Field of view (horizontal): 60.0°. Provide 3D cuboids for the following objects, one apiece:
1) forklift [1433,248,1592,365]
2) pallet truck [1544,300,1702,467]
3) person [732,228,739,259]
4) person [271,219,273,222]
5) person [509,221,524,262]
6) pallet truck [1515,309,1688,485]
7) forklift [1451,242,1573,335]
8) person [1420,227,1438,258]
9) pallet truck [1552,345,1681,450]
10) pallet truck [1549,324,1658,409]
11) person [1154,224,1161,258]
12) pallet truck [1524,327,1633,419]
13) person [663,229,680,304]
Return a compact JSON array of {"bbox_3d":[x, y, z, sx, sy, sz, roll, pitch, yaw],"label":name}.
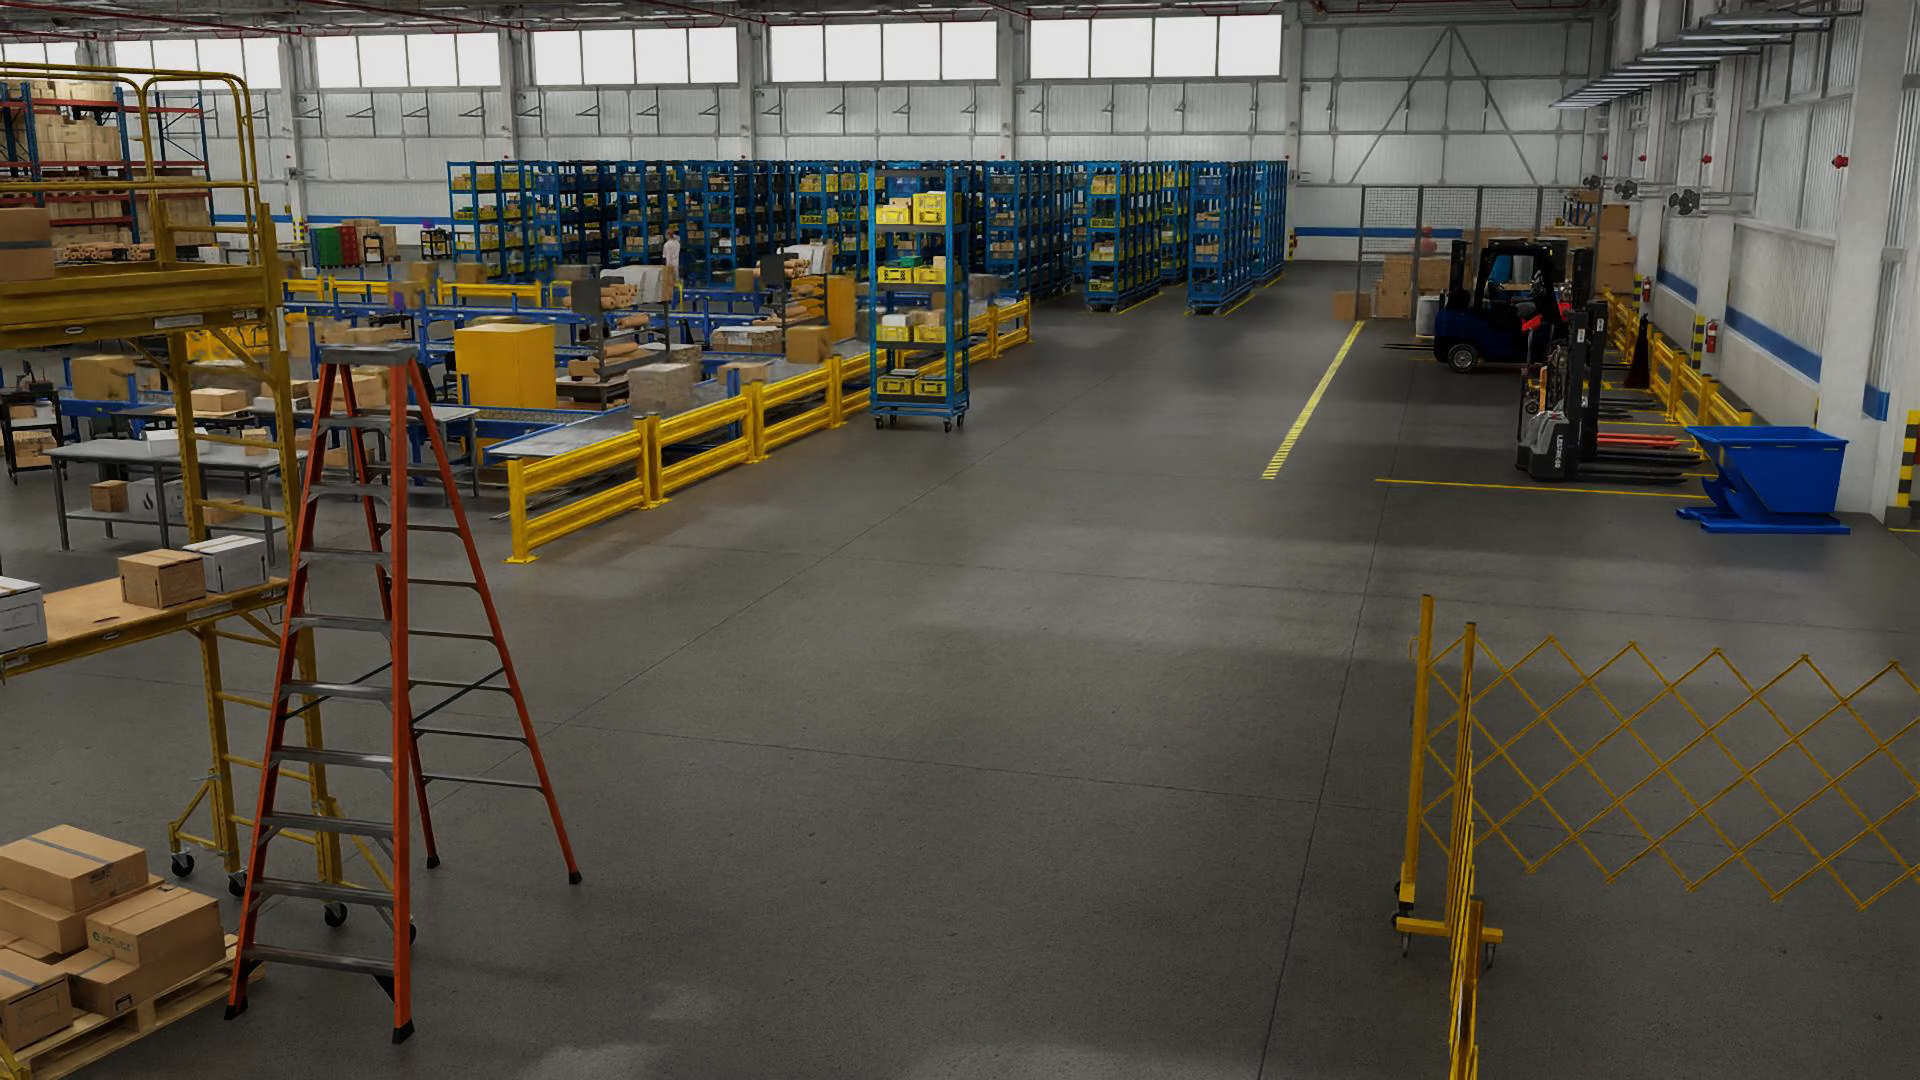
[{"bbox_3d":[9.780,-4.111,29.280,2.680,1.987,1.157,3,13,14],"label":"forklift"},{"bbox_3d":[8.263,-1.952,20.631,1.885,1.965,0.823,5,14,20],"label":"pallet truck"},{"bbox_3d":[-6.890,-8.887,50.909,0.389,1.850,0.566,4,14,16],"label":"person"},{"bbox_3d":[-24.275,-10.588,58.123,0.409,1.913,0.642,4,14,16],"label":"person"},{"bbox_3d":[-14.687,-9.732,54.886,0.912,1.700,0.579,-4,14,-18],"label":"person"},{"bbox_3d":[7.554,-1.677,19.446,1.885,1.965,0.823,3,13,14],"label":"pallet truck"},{"bbox_3d":[10.464,-4.597,31.405,2.680,1.987,1.157,4,14,16],"label":"forklift"},{"bbox_3d":[12.110,-7.173,43.309,0.633,1.947,1.016,10,16,36],"label":"person"},{"bbox_3d":[8.641,-1.896,21.908,1.630,1.274,0.653,4,14,16],"label":"pallet truck"},{"bbox_3d":[9.824,-2.669,25.407,1.601,1.201,0.680,4,14,16],"label":"pallet truck"},{"bbox_3d":[6.755,-10.412,57.566,0.431,1.813,0.614,1,13,3],"label":"person"},{"bbox_3d":[9.065,-2.460,24.370,1.522,1.261,0.704,3,13,14],"label":"pallet truck"},{"bbox_3d":[-7.446,-7.039,42.805,0.409,1.909,0.642,4,14,16],"label":"person"}]
